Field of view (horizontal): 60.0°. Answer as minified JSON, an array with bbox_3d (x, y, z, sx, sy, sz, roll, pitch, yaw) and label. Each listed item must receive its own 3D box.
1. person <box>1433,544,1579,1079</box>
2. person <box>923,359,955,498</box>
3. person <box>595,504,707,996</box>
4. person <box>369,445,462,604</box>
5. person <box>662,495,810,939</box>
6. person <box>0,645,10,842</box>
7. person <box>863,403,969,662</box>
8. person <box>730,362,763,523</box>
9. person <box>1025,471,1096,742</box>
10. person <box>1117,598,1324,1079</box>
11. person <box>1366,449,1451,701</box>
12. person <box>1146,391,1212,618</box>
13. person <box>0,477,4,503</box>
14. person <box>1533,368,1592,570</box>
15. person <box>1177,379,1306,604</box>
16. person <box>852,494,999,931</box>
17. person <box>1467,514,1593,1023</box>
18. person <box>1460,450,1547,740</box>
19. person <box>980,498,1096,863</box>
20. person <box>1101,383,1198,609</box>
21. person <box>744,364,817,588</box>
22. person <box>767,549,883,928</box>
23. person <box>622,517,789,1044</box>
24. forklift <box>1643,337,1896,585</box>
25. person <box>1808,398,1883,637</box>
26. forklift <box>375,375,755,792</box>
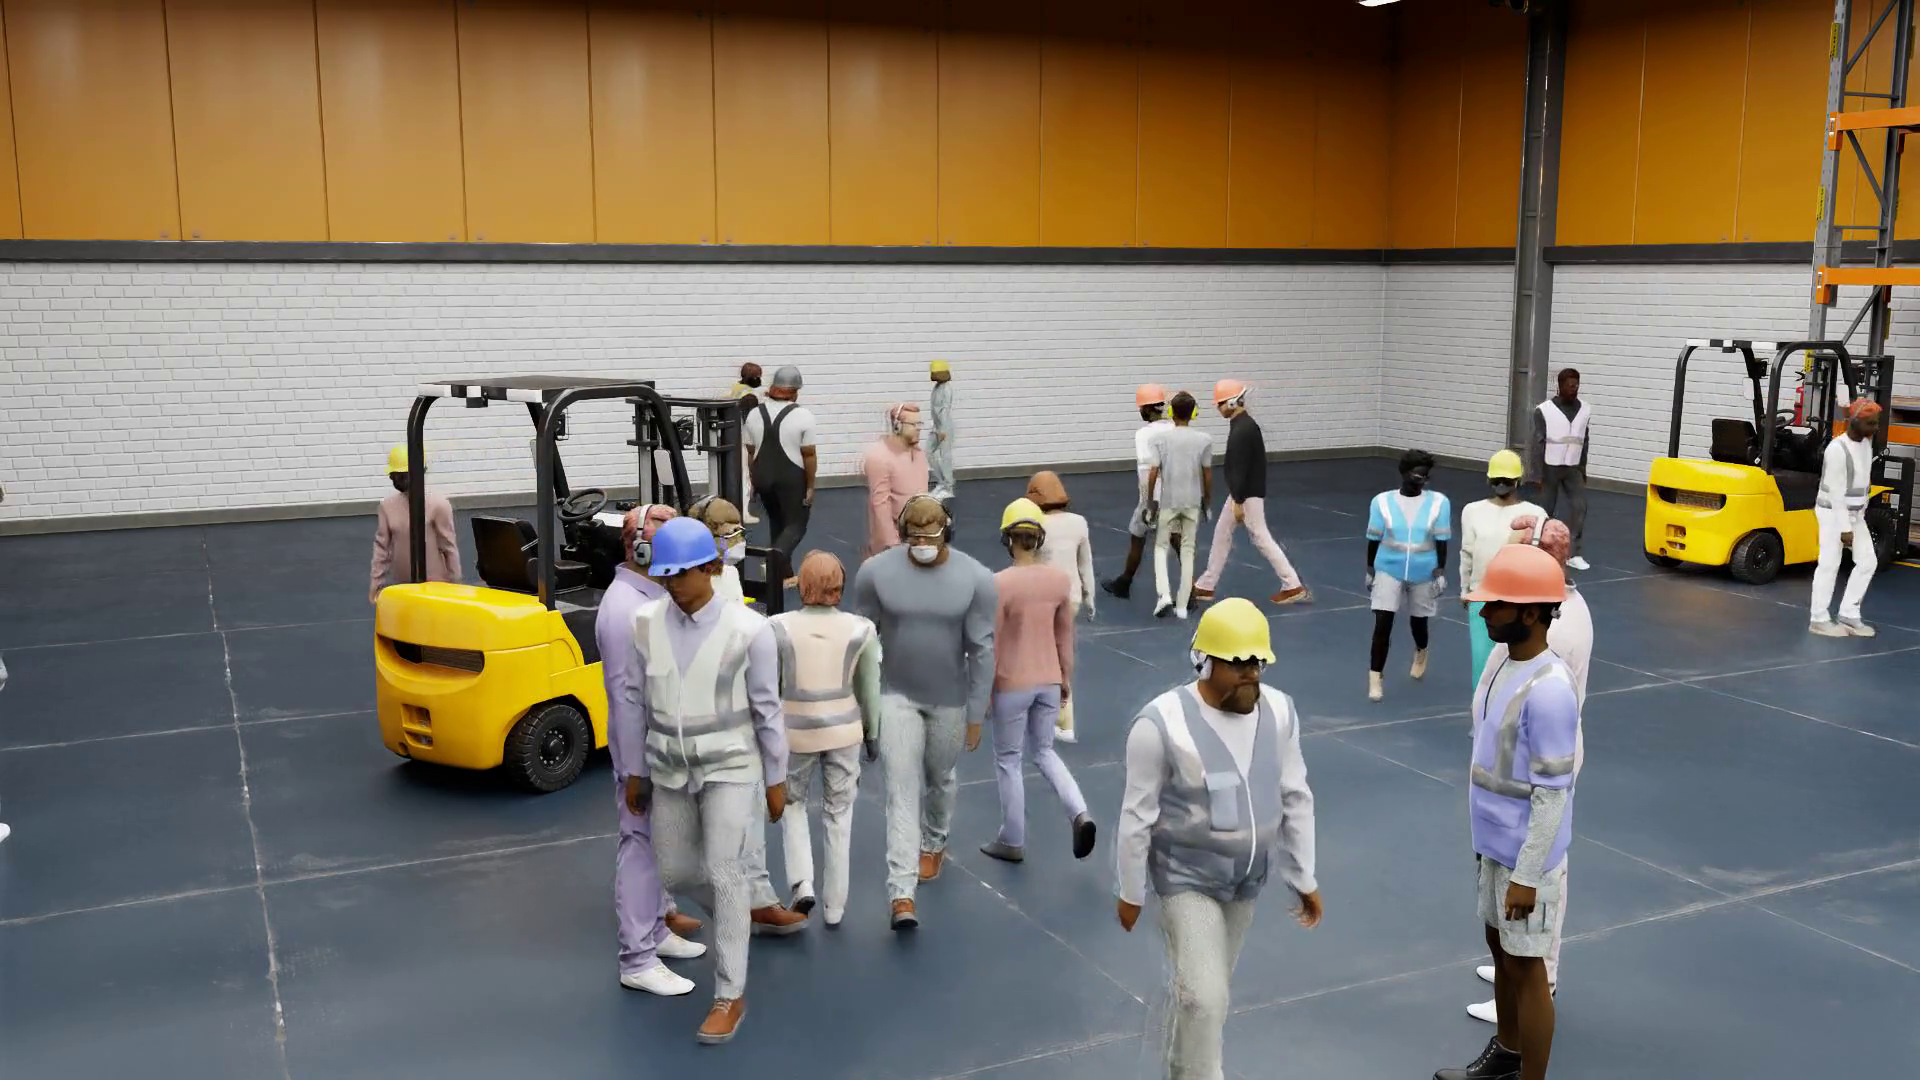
[{"bbox_3d":[1.780,0.971,5.379,0.354,1.939,0.545,1,9,3],"label":"person"},{"bbox_3d":[-0.247,-1.369,20.557,0.384,1.730,0.486,-4,10,-24],"label":"person"},{"bbox_3d":[-1.186,0.802,6.524,0.405,1.906,0.653,0,9,0],"label":"person"},{"bbox_3d":[-3.443,0.271,10.388,0.558,1.719,0.886,3,10,21],"label":"person"},{"bbox_3d":[-1.000,0.755,6.836,0.866,1.894,0.636,3,10,20],"label":"person"},{"bbox_3d":[-4.884,0.585,7.981,0.531,1.870,0.317,-5,11,-30],"label":"person"},{"bbox_3d":[-0.339,-0.021,11.746,0.901,1.871,0.652,7,12,38],"label":"person"},{"bbox_3d":[-2.406,-1.084,18.571,0.471,1.802,0.750,-3,10,-20],"label":"person"},{"bbox_3d":[0.537,0.389,9.971,0.505,1.607,0.517,-7,11,-37],"label":"person"},{"bbox_3d":[0.846,1.070,5.189,0.611,1.796,0.783,-5,10,-29],"label":"person"},{"bbox_3d":[2.955,0.202,11.007,0.542,1.665,0.718,2,9,14],"label":"person"},{"bbox_3d":[1.760,-0.269,13.344,0.527,1.851,0.485,1,9,6],"label":"person"},{"bbox_3d":[-8.447,-0.467,14.043,0.630,2.011,0.830,-7,11,-35],"label":"person"},{"bbox_3d":[5.685,-0.657,15.600,0.635,1.890,0.737,-2,9,-12],"label":"person"},{"bbox_3d":[2.431,-0.402,13.999,1.060,1.915,0.687,1,9,6],"label":"person"},{"bbox_3d":[-0.170,0.704,7.247,0.668,1.861,1.081,0,9,1],"label":"person"},{"bbox_3d":[2.114,0.851,6.214,0.402,1.911,0.638,4,10,26],"label":"person"},{"bbox_3d":[3.326,0.301,10.165,0.529,1.741,0.801,5,10,28],"label":"person"},{"bbox_3d":[0.352,0.685,7.757,0.527,1.741,0.563,-7,12,-37],"label":"person"},{"bbox_3d":[1.641,-0.375,13.952,0.580,1.868,1.048,-7,12,-39],"label":"person"},{"bbox_3d":[-1.557,-0.531,14.378,0.686,2.000,0.852,4,10,24],"label":"person"},{"bbox_3d":[-0.597,0.849,7.088,0.543,1.623,0.375,-1,9,-8],"label":"person"},{"bbox_3d":[-0.926,0.836,6.260,0.642,1.920,0.720,3,10,16],"label":"person"},{"bbox_3d":[7.551,-0.789,15.507,2.313,2.155,1.214,-4,10,-25],"label":"forklift"},{"bbox_3d":[6.744,-0.155,12.608,0.604,1.858,0.582,-6,11,-34],"label":"person"},{"bbox_3d":[-2.268,0.149,9.685,1.214,2.155,2.313,6,11,32],"label":"forklift"}]
